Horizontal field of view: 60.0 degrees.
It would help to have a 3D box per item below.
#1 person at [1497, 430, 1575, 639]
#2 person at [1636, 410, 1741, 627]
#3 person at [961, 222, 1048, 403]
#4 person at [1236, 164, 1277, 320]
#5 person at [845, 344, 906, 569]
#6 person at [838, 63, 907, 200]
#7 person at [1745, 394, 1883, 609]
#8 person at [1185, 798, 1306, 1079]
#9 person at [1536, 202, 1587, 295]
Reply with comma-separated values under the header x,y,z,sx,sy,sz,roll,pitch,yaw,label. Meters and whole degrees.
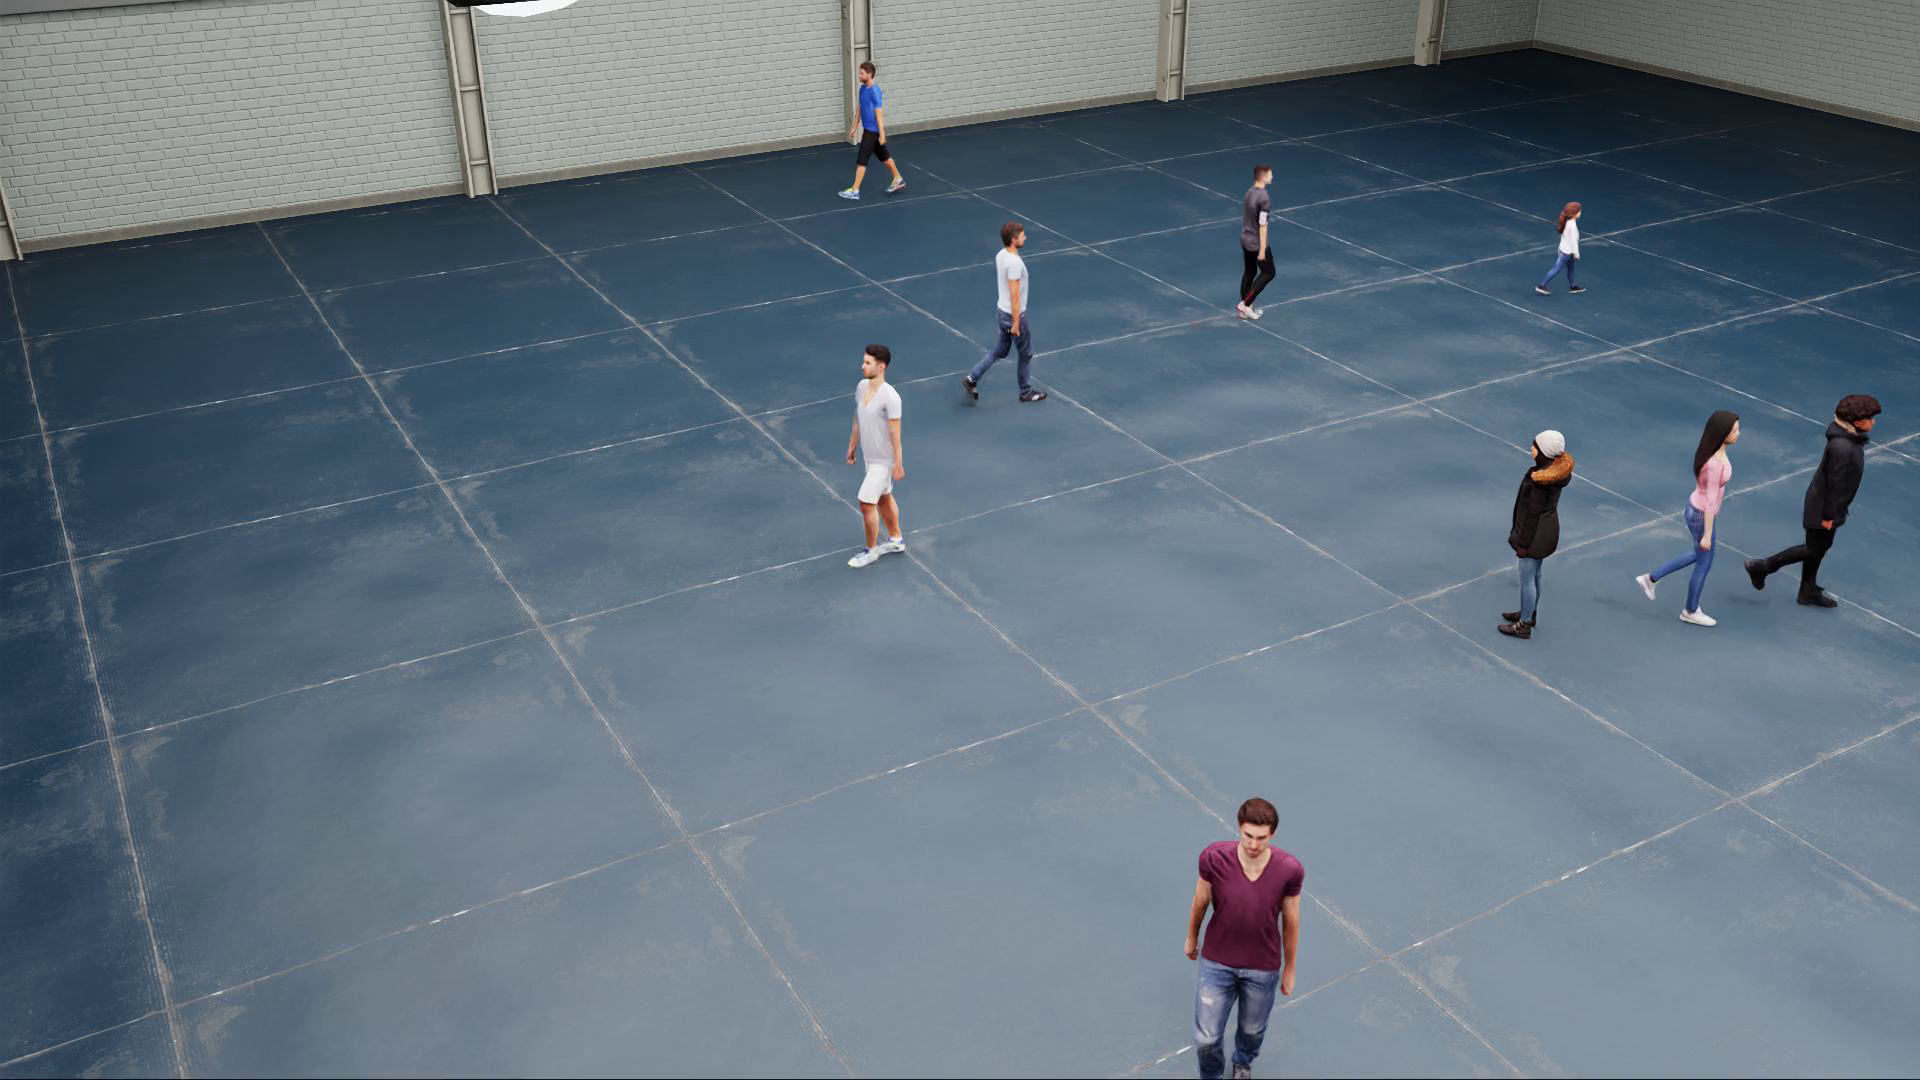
x,y,z,sx,sy,sz,roll,pitch,yaw,label
4.264,-0.058,12.287,0.777,1.634,0.680,17,32,30,person
5.478,-0.180,12.415,0.925,1.733,0.892,10,29,19,person
0.423,-2.183,16.181,1.123,1.846,0.727,-10,29,-18,person
3.198,-3.272,18.399,0.703,1.753,0.697,-9,29,-16,person
-0.561,-0.700,13.311,0.810,1.837,0.686,-15,31,-27,person
-1.119,-5.617,22.880,1.292,1.819,0.700,-12,30,-23,person
6.482,-0.287,12.588,0.982,1.766,0.994,12,30,23,person
1.383,1.972,8.126,0.871,1.835,0.935,5,28,10,person
6.999,-3.376,19.326,0.837,1.089,0.741,4,28,8,person
